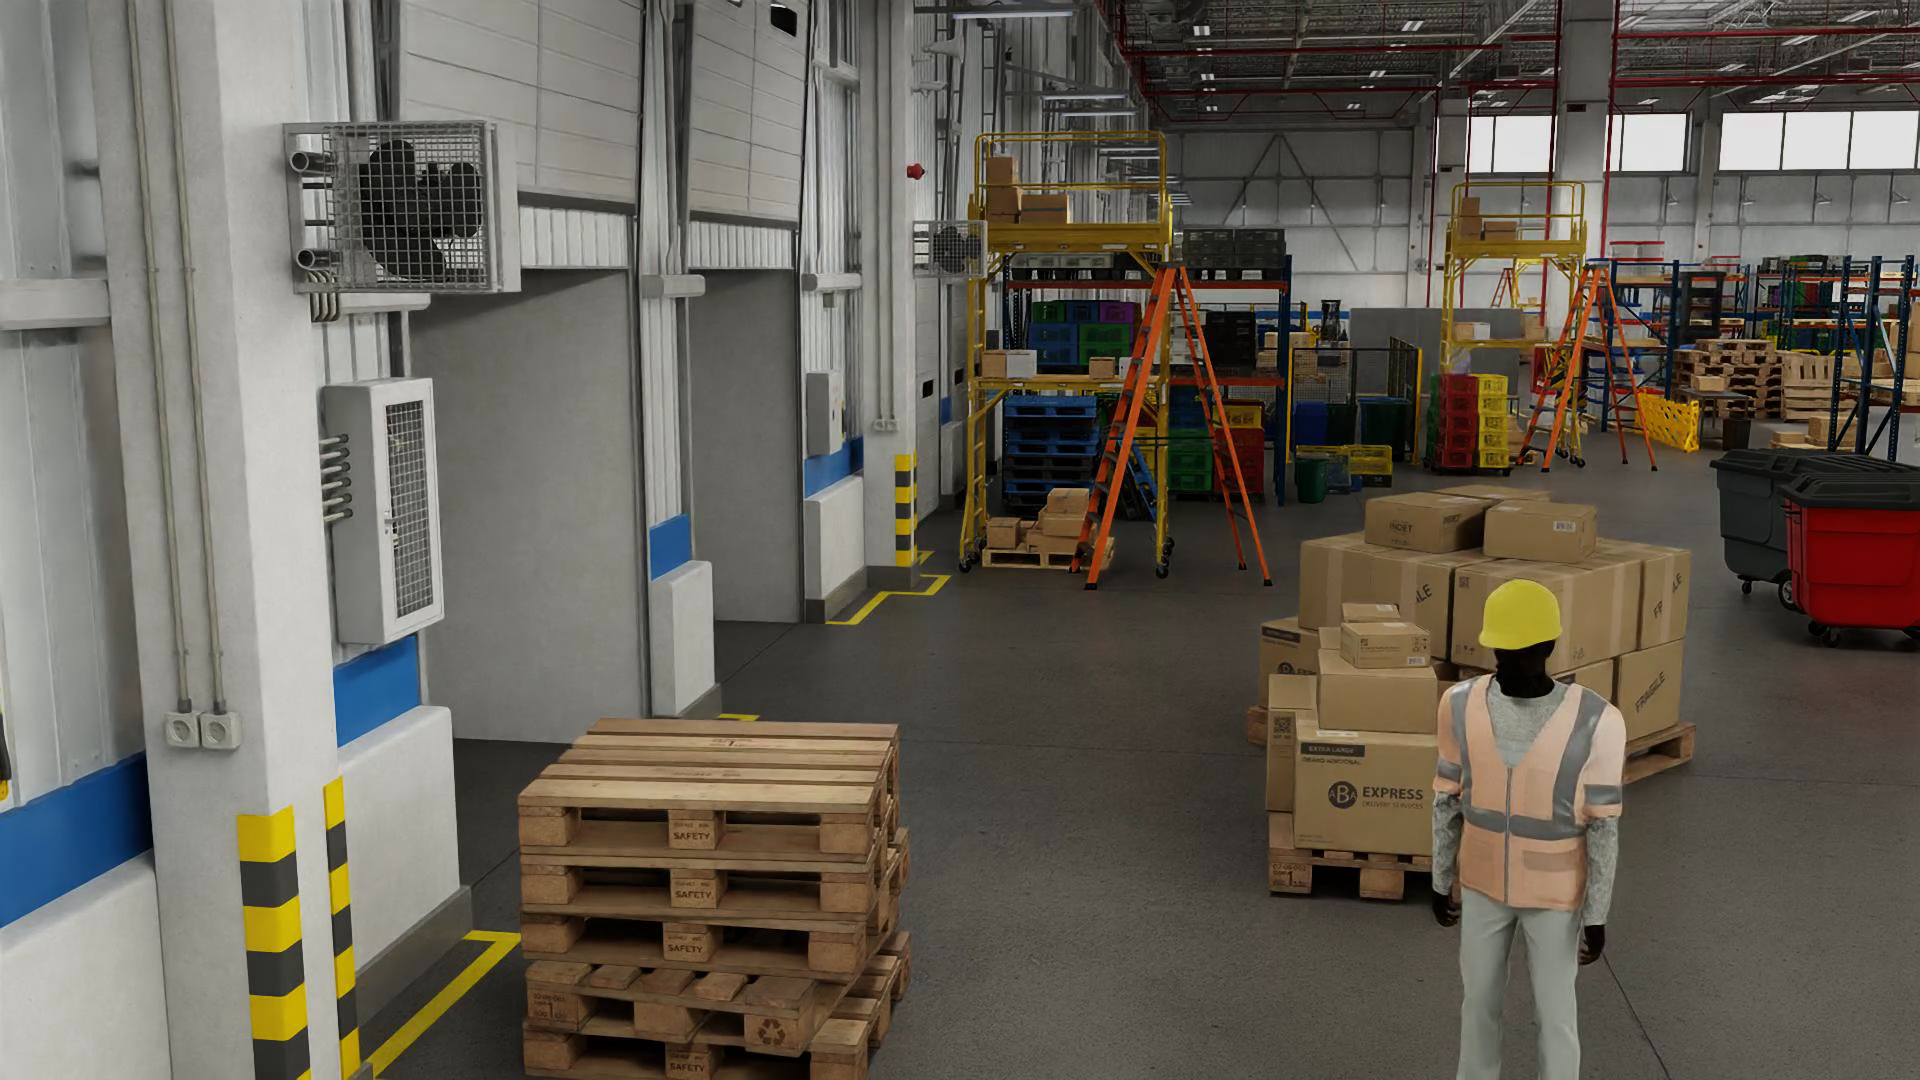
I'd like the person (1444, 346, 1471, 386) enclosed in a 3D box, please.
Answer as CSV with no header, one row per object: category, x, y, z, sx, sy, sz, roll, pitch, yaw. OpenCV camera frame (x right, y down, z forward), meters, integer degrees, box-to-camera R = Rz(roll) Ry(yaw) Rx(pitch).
person,8.635,-2.763,28.749,0.570,1.919,0.649,-4,10,-24

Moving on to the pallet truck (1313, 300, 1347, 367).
pallet truck,11.159,-6.200,49.718,0.823,1.965,1.885,4,10,26

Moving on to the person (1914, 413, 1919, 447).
person,15.614,-2.343,26.736,0.319,1.739,0.485,9,13,44

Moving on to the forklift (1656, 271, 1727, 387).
forklift,17.535,-4.966,39.392,1.129,2.768,1.873,0,9,0

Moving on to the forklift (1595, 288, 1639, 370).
forklift,17.937,-6.108,46.435,1.873,2.768,1.129,-3,10,-17

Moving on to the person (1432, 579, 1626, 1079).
person,1.731,1.064,5.167,0.584,1.920,0.395,7,12,37
